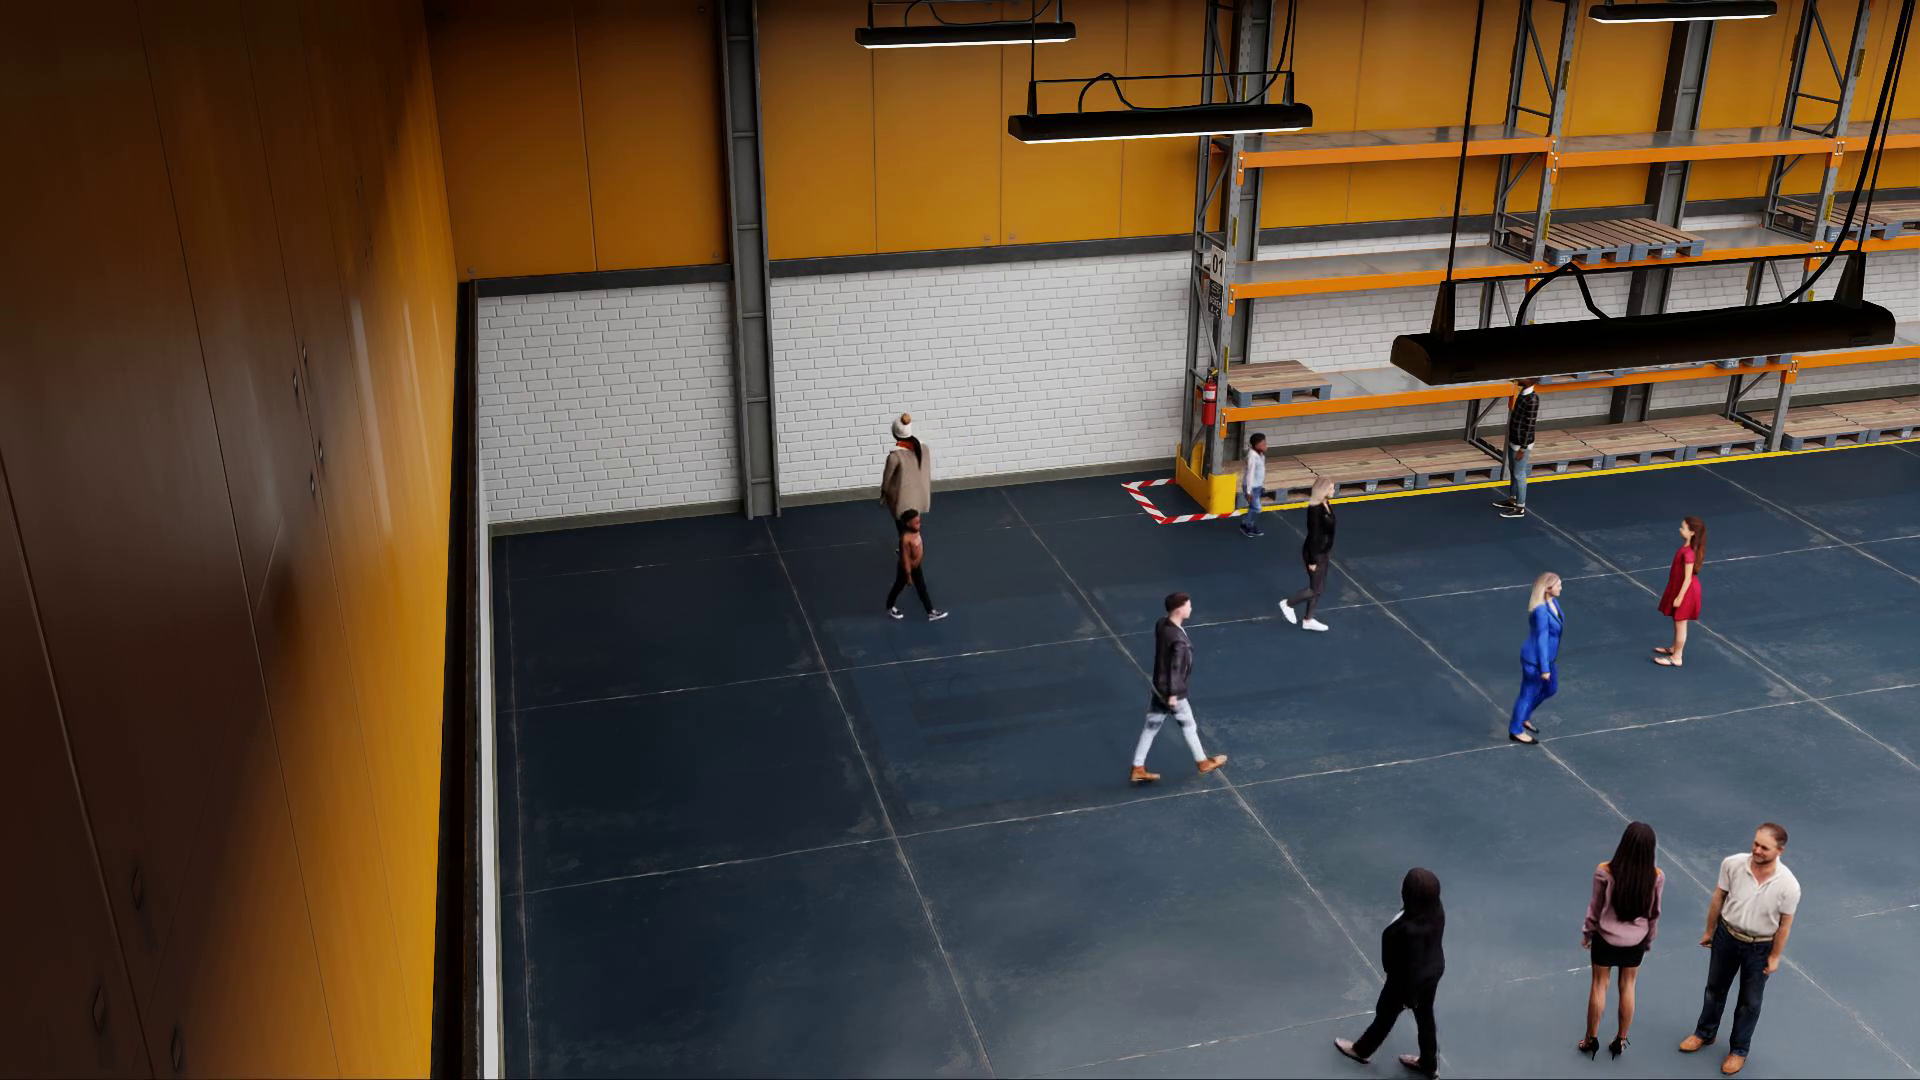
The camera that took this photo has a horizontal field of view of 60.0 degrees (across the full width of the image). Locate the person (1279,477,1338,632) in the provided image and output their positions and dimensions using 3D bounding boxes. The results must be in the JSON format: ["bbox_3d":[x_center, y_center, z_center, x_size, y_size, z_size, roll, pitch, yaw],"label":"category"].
[{"bbox_3d":[3.529,0.147,16.931,0.896,1.673,0.831,11,26,24],"label":"person"}]

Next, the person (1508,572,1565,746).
[{"bbox_3d":[5.052,1.052,14.841,0.774,1.690,0.714,13,27,27],"label":"person"}]

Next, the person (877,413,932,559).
[{"bbox_3d":[-0.513,-0.450,18.046,0.964,1.875,0.956,-19,30,-36],"label":"person"}]

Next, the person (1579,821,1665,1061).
[{"bbox_3d":[4.364,2.660,11.012,0.612,1.810,0.759,3,24,8],"label":"person"}]

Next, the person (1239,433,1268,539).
[{"bbox_3d":[3.361,-0.649,19.274,0.655,1.256,0.597,12,27,26],"label":"person"}]

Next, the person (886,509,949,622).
[{"bbox_3d":[-0.585,0.276,17.213,0.989,1.212,0.884,11,26,24],"label":"person"}]

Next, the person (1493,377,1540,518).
[{"bbox_3d":[6.678,-1.172,19.766,0.684,1.820,0.735,2,24,4],"label":"person"}]

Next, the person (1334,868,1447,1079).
[{"bbox_3d":[3.036,2.853,10.838,1.025,1.595,0.971,14,27,29],"label":"person"}]

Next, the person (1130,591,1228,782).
[{"bbox_3d":[1.699,1.293,14.154,1.090,1.798,0.691,-7,25,-15],"label":"person"}]

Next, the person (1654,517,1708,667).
[{"bbox_3d":[7.101,0.489,16.301,0.740,1.552,0.680,10,26,22],"label":"person"}]

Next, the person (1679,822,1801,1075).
[{"bbox_3d":[5.199,2.647,10.985,0.736,1.856,0.747,-19,30,-37],"label":"person"}]
